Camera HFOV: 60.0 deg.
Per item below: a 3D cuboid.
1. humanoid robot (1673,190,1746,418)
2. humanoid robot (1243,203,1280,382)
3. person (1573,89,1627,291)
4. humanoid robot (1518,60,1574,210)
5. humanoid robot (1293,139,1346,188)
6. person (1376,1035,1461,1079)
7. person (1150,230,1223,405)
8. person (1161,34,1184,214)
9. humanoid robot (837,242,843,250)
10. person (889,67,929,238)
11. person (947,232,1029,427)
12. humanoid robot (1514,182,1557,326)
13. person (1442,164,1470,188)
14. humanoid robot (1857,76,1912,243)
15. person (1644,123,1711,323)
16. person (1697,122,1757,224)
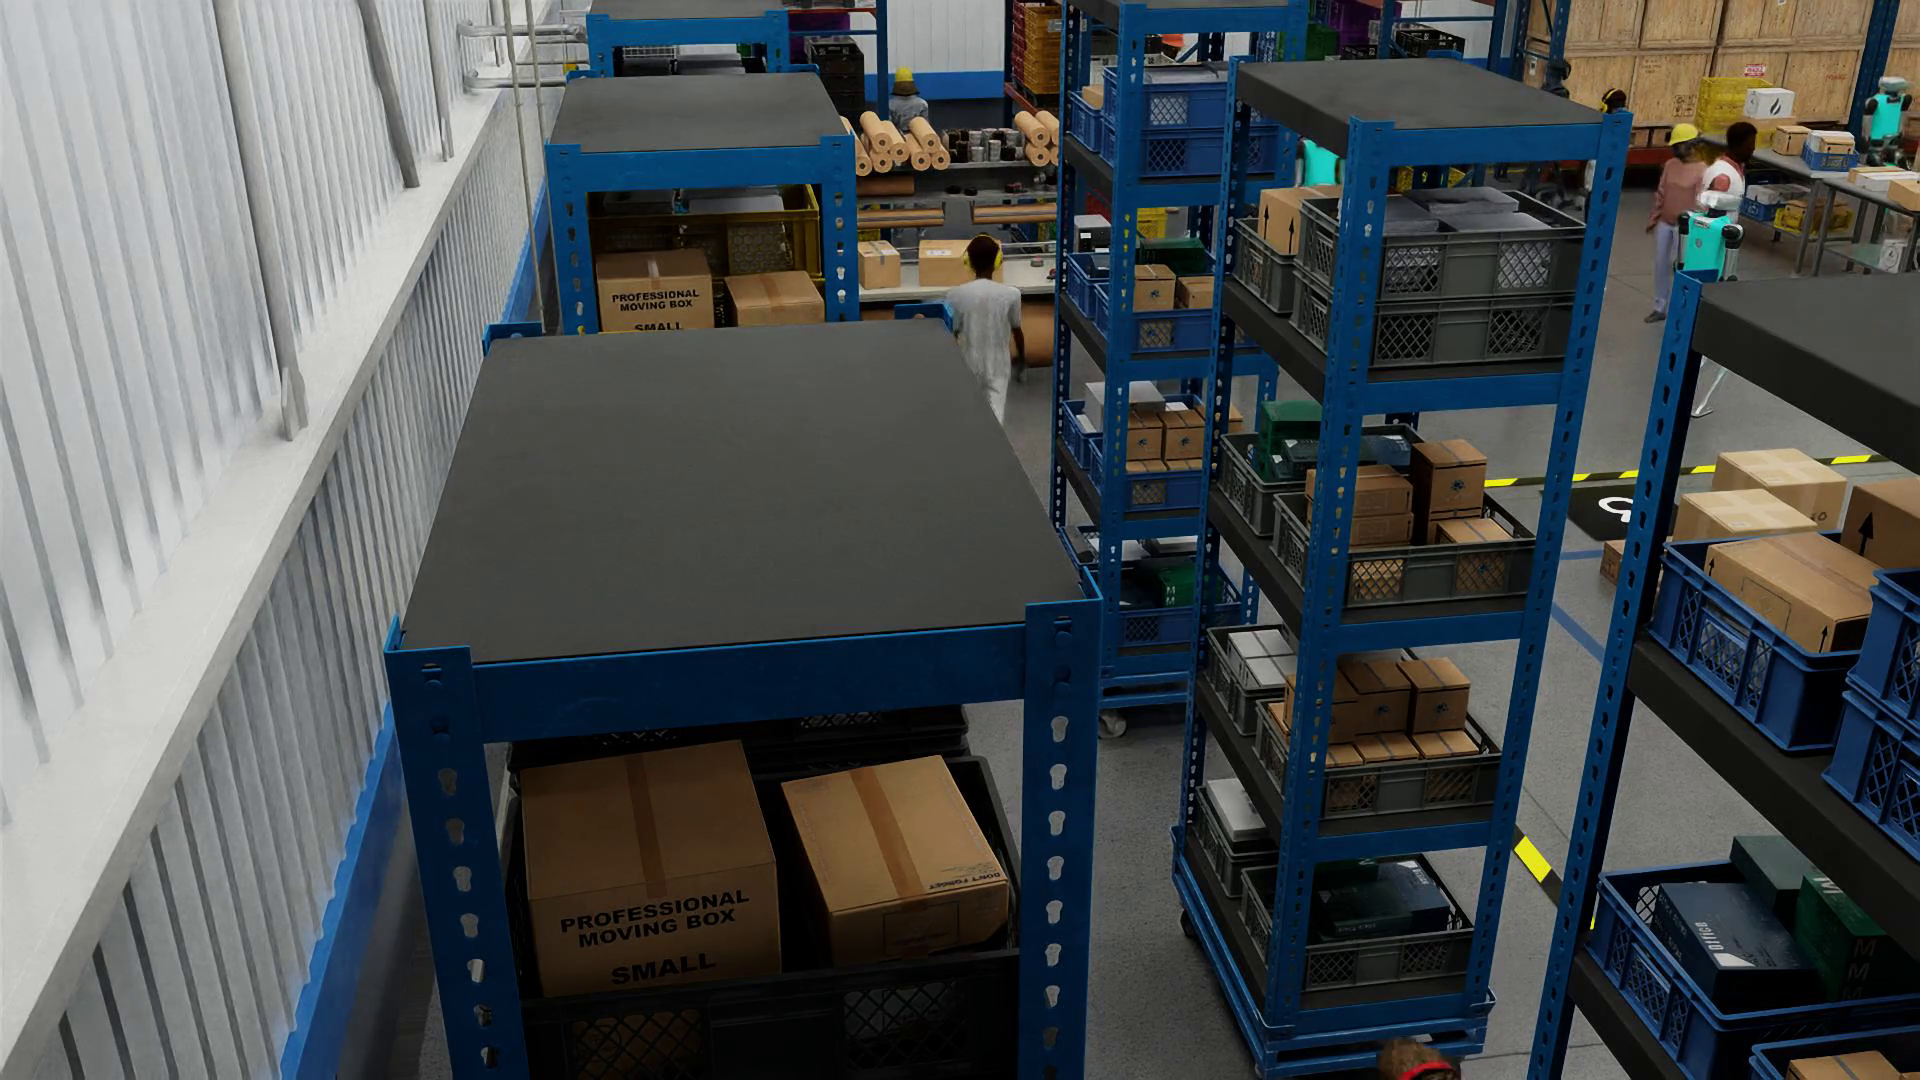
[{"bbox_3d":[5.558,-1.740,12.162,0.735,1.677,0.533,-11,27,-23],"label":"humanoid robot"},{"bbox_3d":[2.417,-2.078,13.113,0.599,1.657,0.315,16,29,31],"label":"humanoid robot"},{"bbox_3d":[5.935,-3.232,15.428,0.517,1.859,0.409,-12,27,-24],"label":"person"},{"bbox_3d":[6.540,-4.474,18.385,0.769,1.630,0.602,-1,25,-2],"label":"humanoid robot"},{"bbox_3d":[3.177,-2.755,14.540,0.538,1.724,1.043,-2,25,-4],"label":"humanoid robot"},{"bbox_3d":[1.036,2.006,4.060,0.599,1.830,0.472,-10,27,-21],"label":"person"},{"bbox_3d":[1.470,-1.111,10.818,0.593,1.851,0.398,-1,25,-2],"label":"person"},{"bbox_3d":[2.227,-4.525,18.018,0.391,2.040,0.608,21,32,38],"label":"person"},{"bbox_3d":[-1.176,-2.192,13.404,0.717,1.631,0.599,-18,30,-34],"label":"humanoid robot"},{"bbox_3d":[-0.562,-4.020,17.279,0.484,1.736,0.305,-6,25,-12],"label":"person"},{"bbox_3d":[0.150,-1.067,10.771,0.490,1.818,0.991,7,26,16],"label":"person"},{"bbox_3d":[4.377,-1.937,12.826,0.469,1.643,0.608,-7,26,-14],"label":"humanoid robot"},{"bbox_3d":[5.095,-3.956,17.080,0.525,1.788,0.971,-3,25,-7],"label":"person"},{"bbox_3d":[9.259,-3.590,16.432,0.551,1.844,0.868,-8,26,-16],"label":"humanoid robot"},{"bbox_3d":[6.251,-2.730,14.480,0.329,1.736,0.546,-10,26,-20],"label":"person"},{"bbox_3d":[6.301,-2.508,13.794,0.473,1.908,0.630,14,28,28],"label":"person"}]
